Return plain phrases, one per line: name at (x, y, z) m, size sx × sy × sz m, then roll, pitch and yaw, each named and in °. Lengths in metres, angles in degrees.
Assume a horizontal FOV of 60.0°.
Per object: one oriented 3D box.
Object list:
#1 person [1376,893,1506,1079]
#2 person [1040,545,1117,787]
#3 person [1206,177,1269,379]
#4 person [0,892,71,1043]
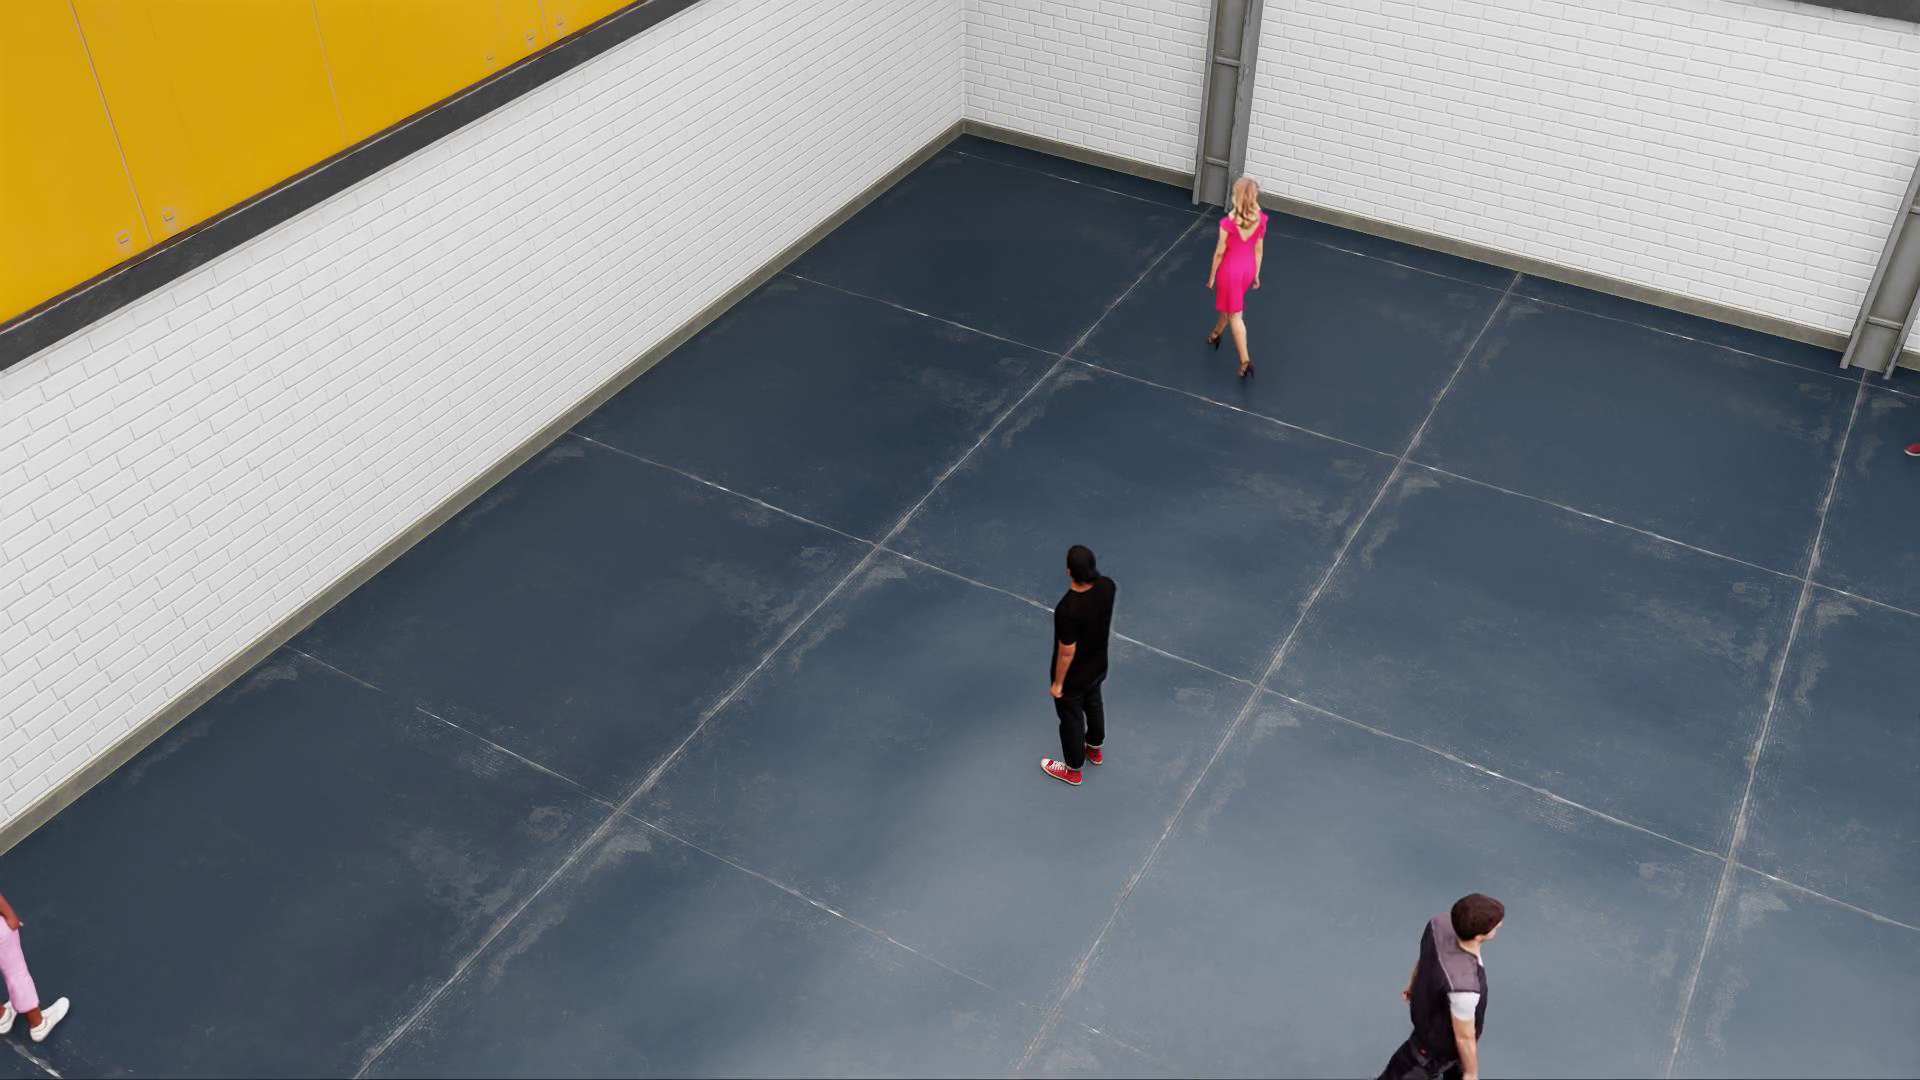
person at (2.194, 2.325, 7.964) m, size 1.208 × 1.815 × 0.999 m, roll 2°, pitch 39°, yaw 3°
person at (0.723, 0.746, 9.989) m, size 0.589 × 1.755 × 0.665 m, roll 28°, pitch 46°, yaw 30°
person at (2.296, -2.109, 13.621) m, size 0.949 × 1.684 × 1.088 m, roll -15°, pitch 41°, yaw -18°
person at (-5.053, 1.938, 8.509) m, size 0.568 × 1.741 × 0.702 m, roll 5°, pitch 39°, yaw 6°
